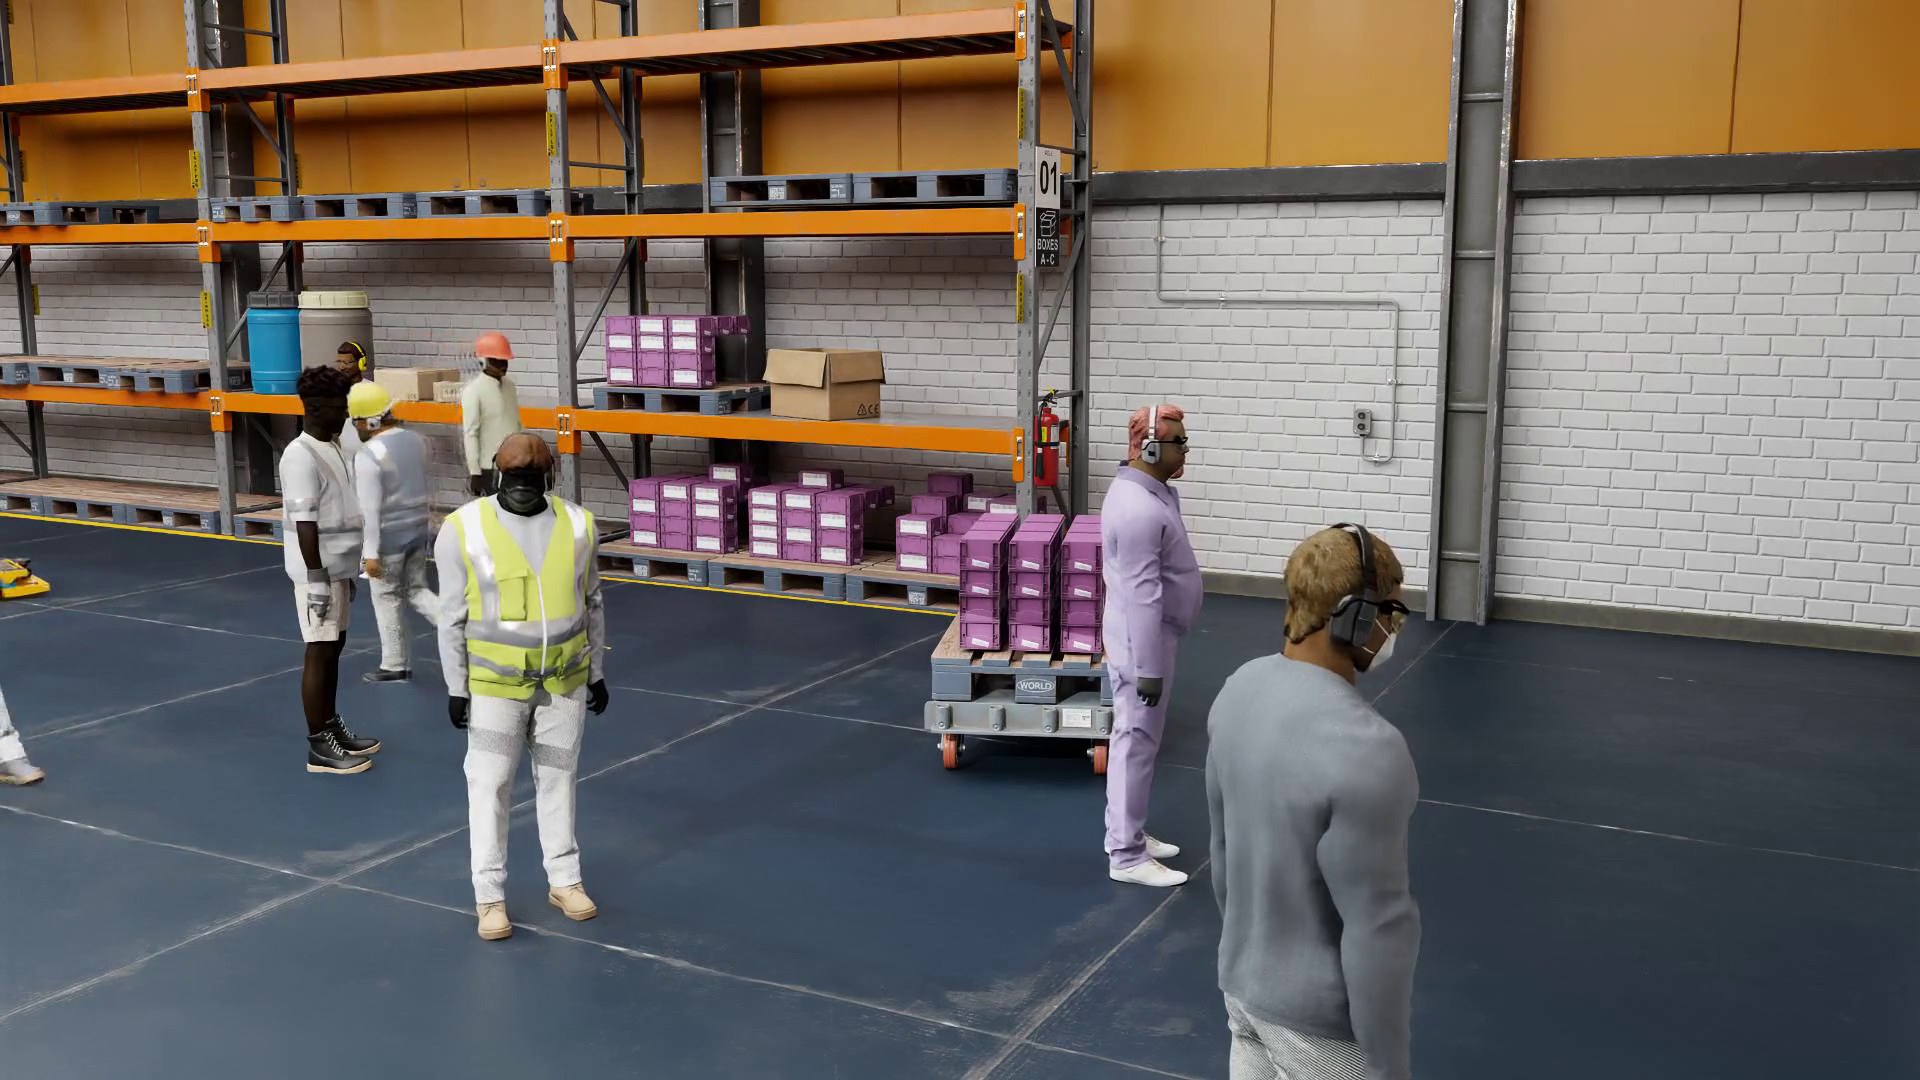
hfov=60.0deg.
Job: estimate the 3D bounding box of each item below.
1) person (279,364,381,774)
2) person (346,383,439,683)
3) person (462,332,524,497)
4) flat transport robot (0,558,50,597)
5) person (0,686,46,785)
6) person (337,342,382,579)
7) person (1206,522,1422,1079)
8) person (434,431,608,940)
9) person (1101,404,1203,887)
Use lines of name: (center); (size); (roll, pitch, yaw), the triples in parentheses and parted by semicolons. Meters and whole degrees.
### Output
person: (-3.060, 0.136, 8.047); (0.367, 1.964, 0.603); (-2, 9, -10)
person: (-3.181, -0.012, 9.556); (0.680, 1.790, 0.616); (3, 10, 18)
person: (-3.523, -0.568, 12.385); (0.723, 1.966, 0.622); (2, 9, 13)
flat transport robot: (-7.478, 0.329, 12.063); (1.431, 0.197, 0.652); (-8, 12, -41)
person: (-4.814, 0.248, 7.782); (0.964, 1.840, 0.590); (4, 10, 23)
person: (-4.722, -0.623, 13.060); (0.509, 1.860, 0.334); (5, 11, 29)
person: (0.699, 0.924, 3.279); (0.373, 1.935, 0.628); (-3, 10, -18)
person: (-1.581, 0.518, 6.089); (0.619, 1.839, 0.430); (-6, 11, -32)
person: (0.751, 0.412, 6.560); (0.402, 1.900, 0.647); (1, 9, 5)
